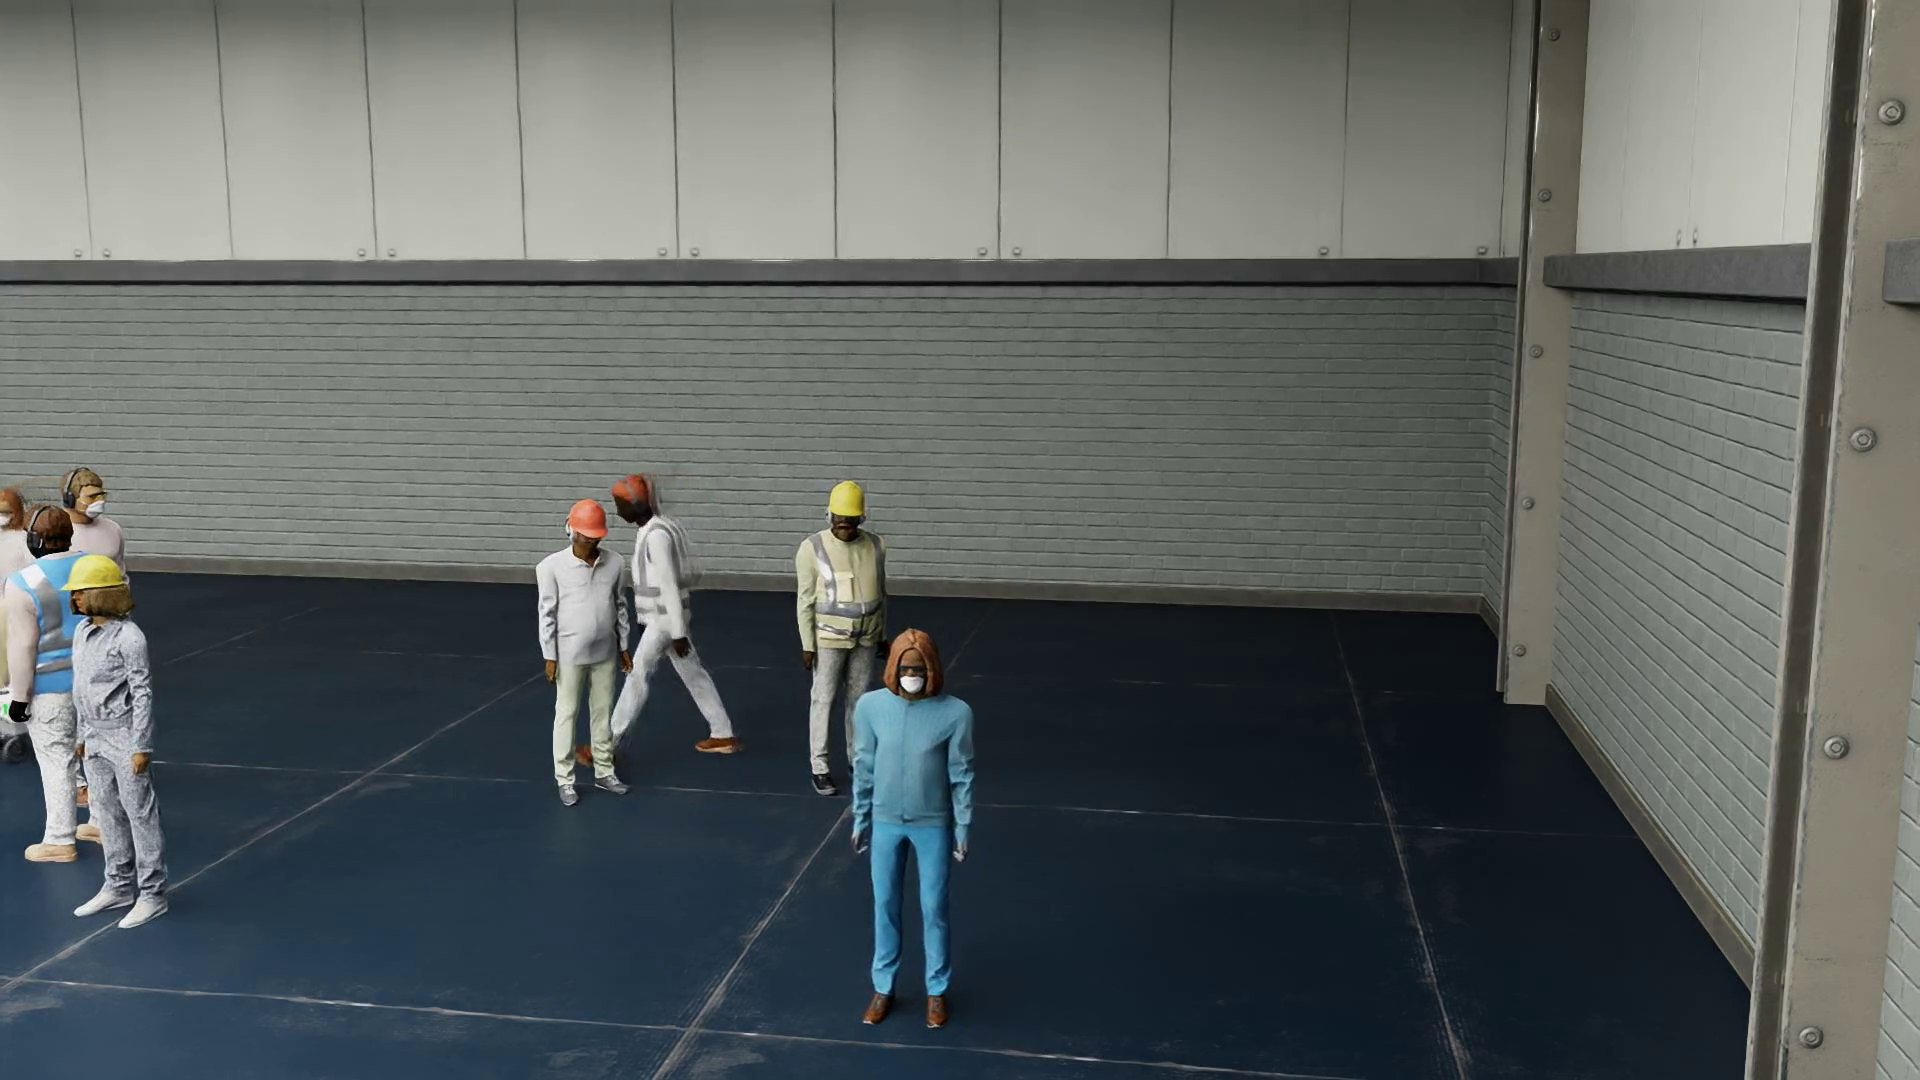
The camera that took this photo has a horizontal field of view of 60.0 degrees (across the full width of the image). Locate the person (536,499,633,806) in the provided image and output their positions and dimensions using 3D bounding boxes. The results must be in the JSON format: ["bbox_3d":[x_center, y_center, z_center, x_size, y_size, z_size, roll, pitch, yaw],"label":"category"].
[{"bbox_3d":[-2.132,0.623,9.533,0.563,1.753,0.327,-7,12,-39],"label":"person"}]

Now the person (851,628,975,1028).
[{"bbox_3d":[-0.188,1.150,6.678,0.502,1.626,0.300,2,9,12],"label":"person"}]

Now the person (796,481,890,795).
[{"bbox_3d":[-0.662,0.560,9.697,0.594,1.826,0.403,-6,11,-33],"label":"person"}]

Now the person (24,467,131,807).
[{"bbox_3d":[-4.977,0.545,9.483,0.375,1.933,0.625,3,10,19],"label":"person"}]

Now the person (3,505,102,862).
[{"bbox_3d":[-4.646,0.733,8.591,0.429,1.844,0.626,3,10,18],"label":"person"}]

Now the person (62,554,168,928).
[{"bbox_3d":[-3.932,0.925,7.706,0.485,1.744,0.308,6,11,31],"label":"person"}]

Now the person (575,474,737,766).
[{"bbox_3d":[-1.872,0.492,10.166,1.042,1.813,0.625,-2,9,-12],"label":"person"}]
